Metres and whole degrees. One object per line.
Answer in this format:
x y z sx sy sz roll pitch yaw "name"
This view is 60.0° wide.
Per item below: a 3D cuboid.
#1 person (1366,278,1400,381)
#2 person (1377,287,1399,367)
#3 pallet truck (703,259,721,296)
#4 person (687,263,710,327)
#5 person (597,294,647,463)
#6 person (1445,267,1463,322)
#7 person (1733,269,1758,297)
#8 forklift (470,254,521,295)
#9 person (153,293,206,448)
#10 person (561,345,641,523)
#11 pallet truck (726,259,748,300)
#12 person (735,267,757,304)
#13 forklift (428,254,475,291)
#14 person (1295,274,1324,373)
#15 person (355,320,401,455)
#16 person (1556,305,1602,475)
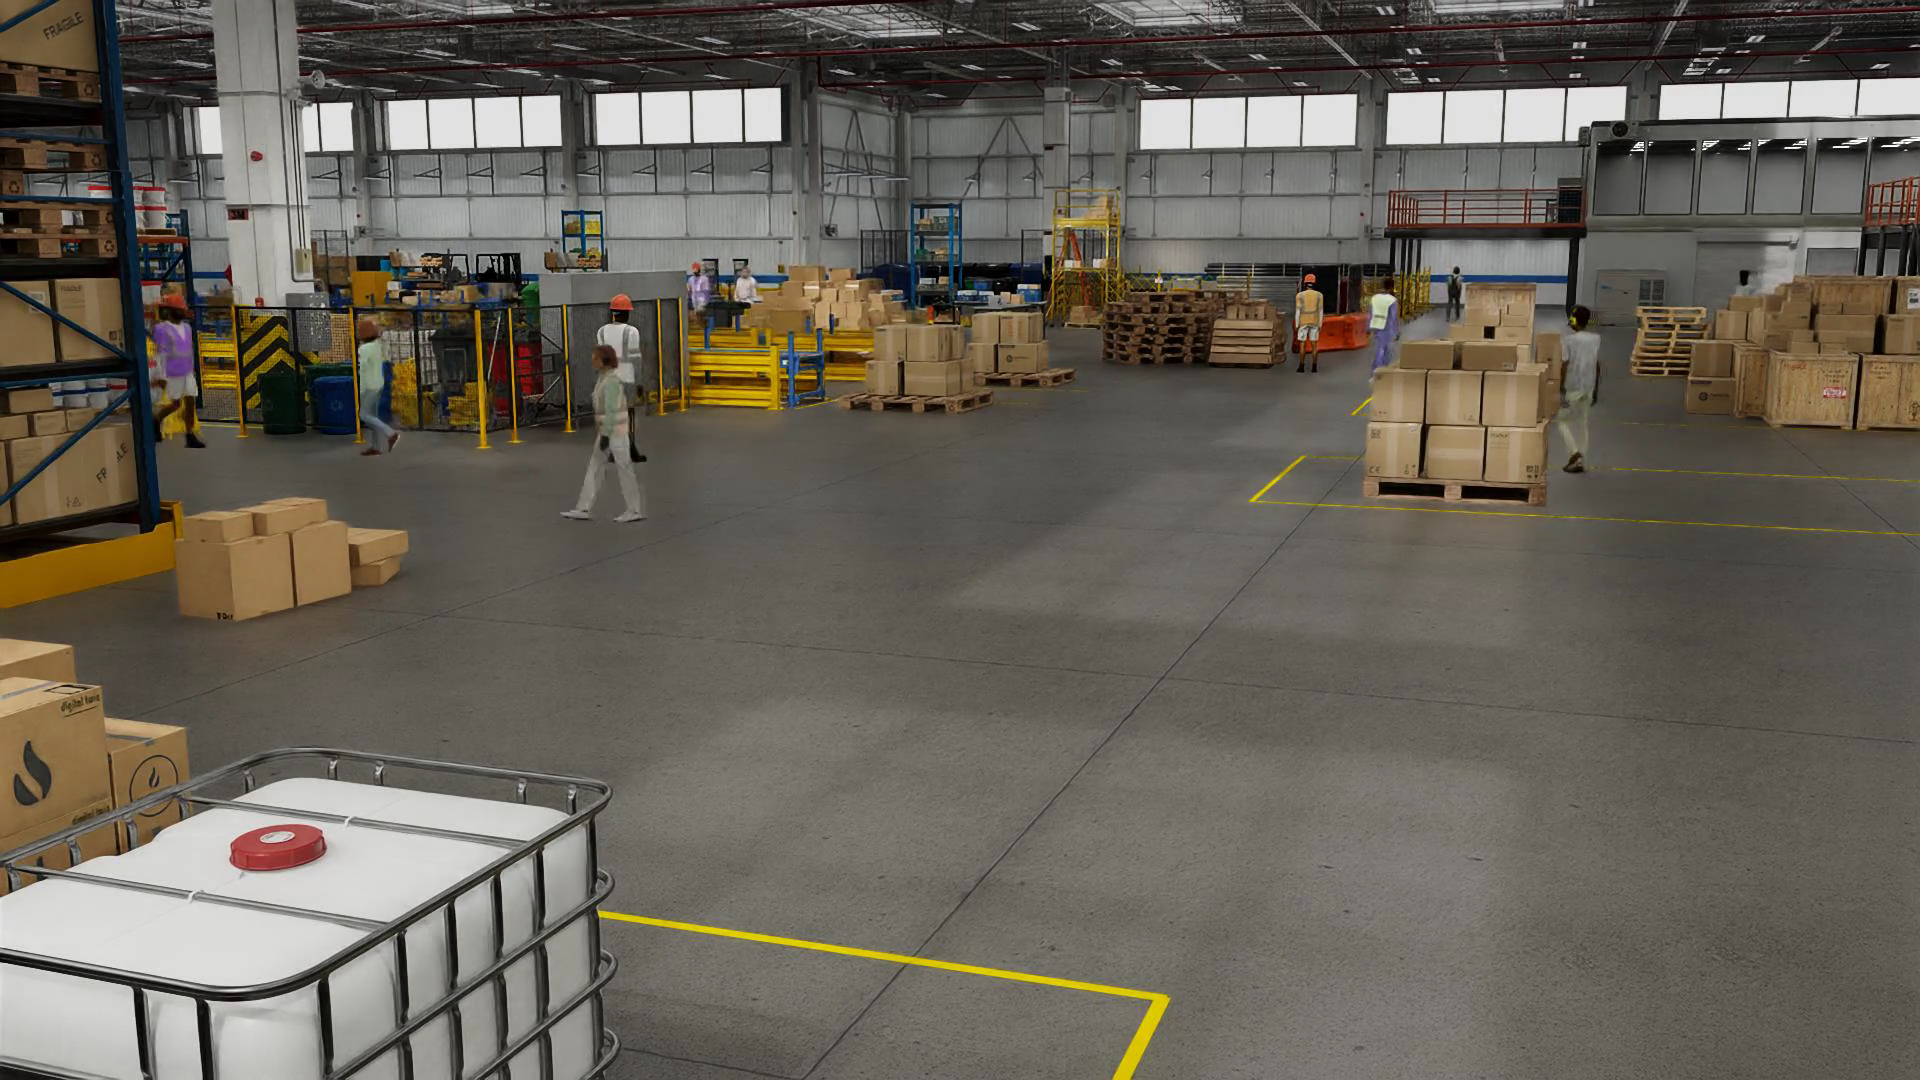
7.852 -3.870 30.634 0.701 1.890 0.636 -6 12 -29 "person"
8.177 -4.012 31.806 0.533 1.768 0.310 -4 11 -23 "person"
-9.165 -9.627 62.776 0.823 1.965 1.885 4 11 23 "pallet truck"
-7.166 -6.489 45.078 0.631 2.003 0.946 4 11 23 "person"
-3.888 -1.852 19.156 0.549 1.936 0.376 4 11 22 "person"
16.169 -8.040 54.416 0.535 1.809 0.966 6 12 32 "person"
18.476 -5.398 39.132 0.830 1.940 0.610 -6 12 -30 "person"
-17.990 -10.121 64.684 1.157 1.987 2.680 3 11 17 "forklift"
-9.690 -2.080 20.493 0.693 1.916 0.549 3 11 17 "person"
-3.237 -0.936 14.896 0.782 1.602 0.545 -5 11 -25 "person"
-7.986 -9.493 62.019 0.823 1.965 1.885 3 11 17 "pallet truck"
-6.091 -6.852 47.516 0.640 1.870 0.919 5 11 26 "person"
-20.133 -10.254 65.465 1.157 1.987 2.680 3 11 19 "forklift"
6.846 -4.251 32.668 0.551 1.936 0.359 0 10 0 "person"
-6.915 -1.787 19.696 0.455 1.622 0.512 1 10 3 "person"
6.760 -1.628 18.146 0.530 1.856 0.406 -2 10 -11 "person"
